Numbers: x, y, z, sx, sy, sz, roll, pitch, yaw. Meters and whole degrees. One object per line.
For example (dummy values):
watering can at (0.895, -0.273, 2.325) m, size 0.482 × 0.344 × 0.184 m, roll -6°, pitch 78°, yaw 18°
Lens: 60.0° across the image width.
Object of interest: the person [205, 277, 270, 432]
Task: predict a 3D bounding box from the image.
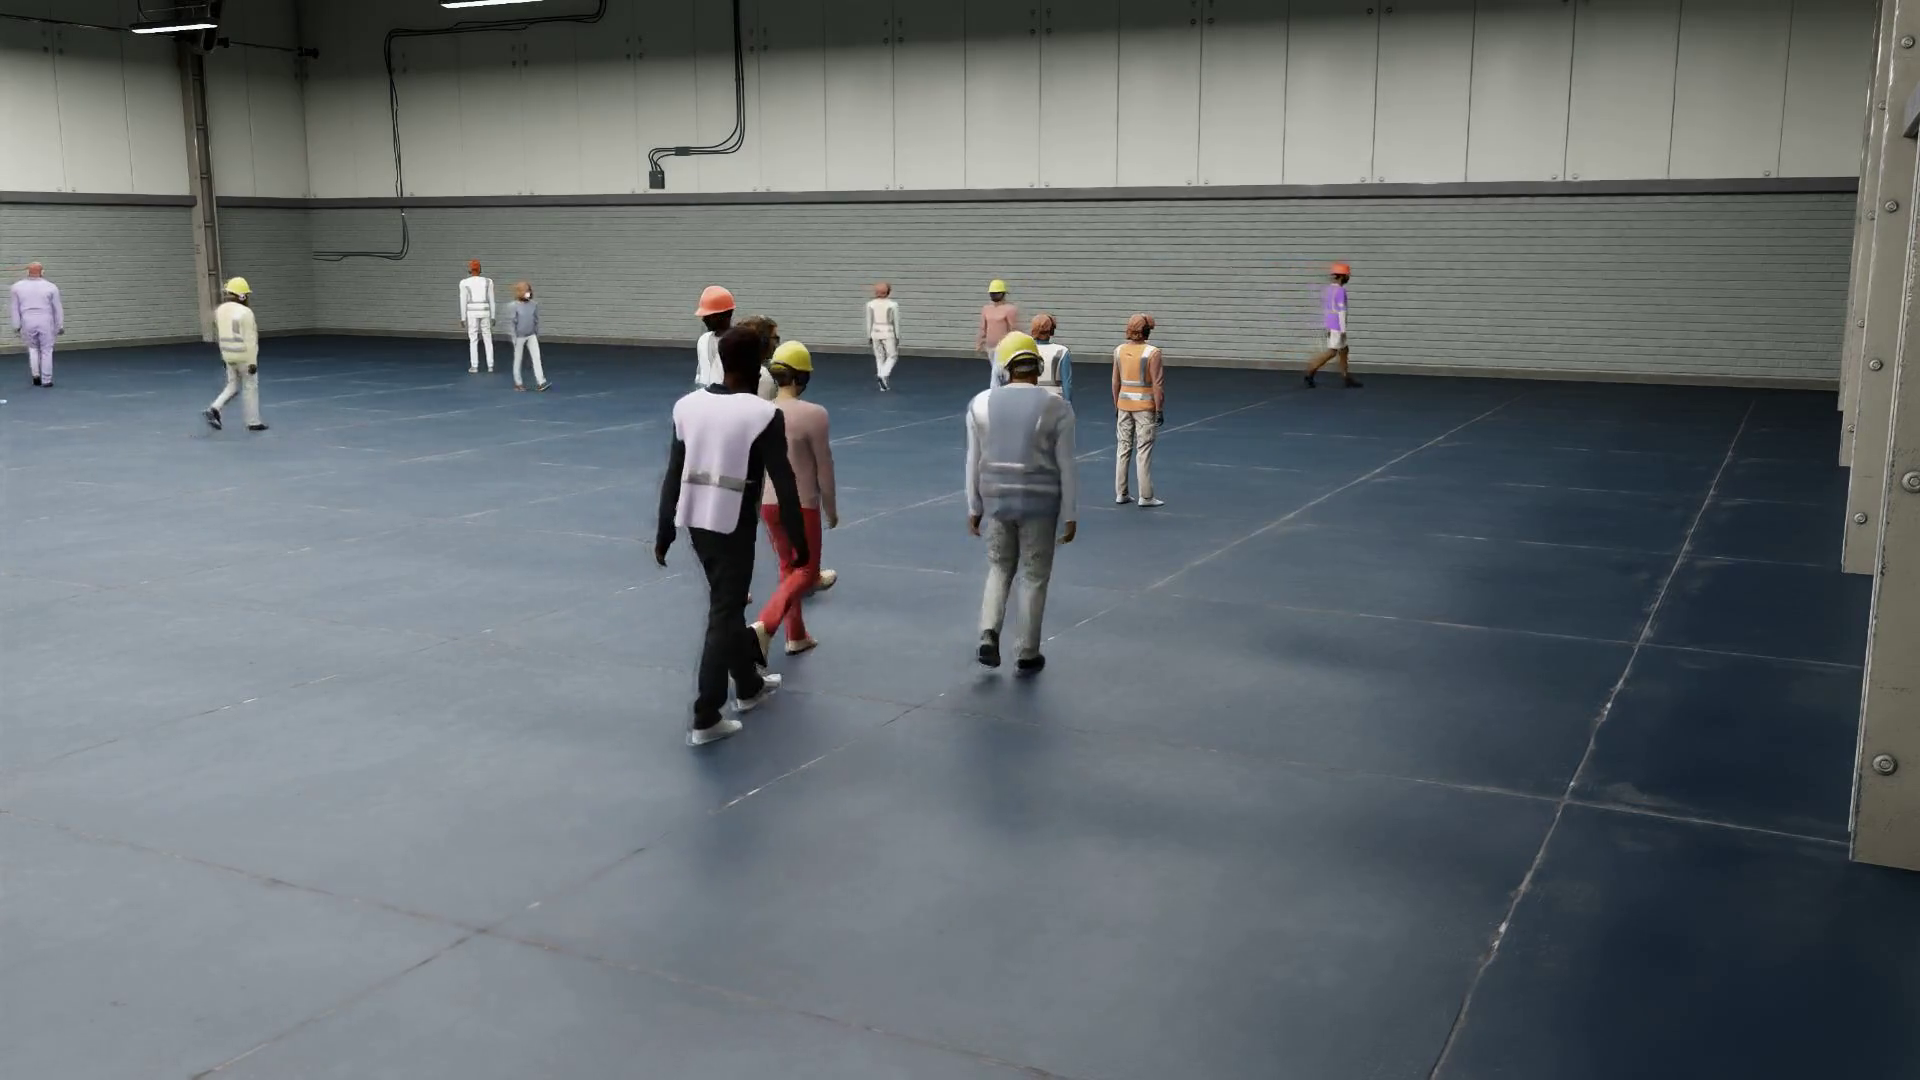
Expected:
person at (-8.410, -2.130, 19.279) m, size 0.595 × 1.818 × 0.640 m, roll 6°, pitch 12°, yaw 29°

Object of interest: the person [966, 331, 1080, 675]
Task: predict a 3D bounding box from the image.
person at (0.329, -0.178, 8.659) m, size 0.613 × 1.803 × 0.428 m, roll 4°, pitch 11°, yaw 21°

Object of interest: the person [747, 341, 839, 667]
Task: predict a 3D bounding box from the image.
person at (-0.949, -0.190, 8.894) m, size 0.514 × 1.738 × 0.694 m, roll 7°, pitch 12°, yaw 33°

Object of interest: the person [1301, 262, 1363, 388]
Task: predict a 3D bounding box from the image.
person at (5.607, -3.220, 24.992) m, size 0.912 × 1.907 × 0.555 m, roll 0°, pitch 10°, yaw -1°

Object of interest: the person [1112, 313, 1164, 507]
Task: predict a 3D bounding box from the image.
person at (1.512, -1.099, 14.130) m, size 0.523 × 1.639 × 0.306 m, roll 10°, pitch 14°, yaw 43°

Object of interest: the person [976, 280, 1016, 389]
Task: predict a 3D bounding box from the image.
person at (0.522, -2.557, 21.859) m, size 0.532 × 1.732 × 0.894 m, roll 9°, pitch 13°, yaw 39°

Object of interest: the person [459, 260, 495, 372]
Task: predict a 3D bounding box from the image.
person at (-8.106, -3.747, 27.969) m, size 0.588 × 1.887 × 0.416 m, roll -6°, pitch 12°, yaw -29°

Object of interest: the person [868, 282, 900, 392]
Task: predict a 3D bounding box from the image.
person at (-1.130, -2.963, 24.334) m, size 0.525 × 1.622 × 0.494 m, roll 4°, pitch 11°, yaw 22°

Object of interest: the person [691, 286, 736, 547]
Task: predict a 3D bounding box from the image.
person at (-1.734, -0.876, 12.123) m, size 0.542 × 1.930 × 0.374 m, roll 7°, pitch 13°, yaw 34°

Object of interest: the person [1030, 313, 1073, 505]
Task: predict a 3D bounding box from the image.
person at (0.705, -1.103, 14.155) m, size 0.514 × 1.641 × 0.307 m, roll 3°, pitch 11°, yaw 15°

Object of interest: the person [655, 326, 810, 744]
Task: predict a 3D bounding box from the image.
person at (-1.028, -0.050, 7.767) m, size 0.659 × 1.872 × 0.923 m, roll 7°, pitch 12°, yaw 32°

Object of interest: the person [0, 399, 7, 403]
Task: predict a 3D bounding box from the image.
person at (-13.351, -2.648, 22.382) m, size 0.499 × 1.707 × 0.851 m, roll 4°, pitch 11°, yaw 19°

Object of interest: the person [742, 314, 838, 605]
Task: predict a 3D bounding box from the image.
person at (-1.199, -0.495, 10.375) m, size 0.927 × 1.799 × 0.533 m, roll -9°, pitch 14°, yaw -40°

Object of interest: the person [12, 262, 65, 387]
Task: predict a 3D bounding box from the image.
person at (-13.954, -3.265, 25.243) m, size 0.678 × 1.890 × 0.461 m, roll -2°, pitch 11°, yaw -13°

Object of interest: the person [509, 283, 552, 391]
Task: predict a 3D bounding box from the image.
person at (-6.341, -2.968, 24.418) m, size 0.526 × 1.589 × 0.843 m, roll -10°, pitch 14°, yaw -43°
